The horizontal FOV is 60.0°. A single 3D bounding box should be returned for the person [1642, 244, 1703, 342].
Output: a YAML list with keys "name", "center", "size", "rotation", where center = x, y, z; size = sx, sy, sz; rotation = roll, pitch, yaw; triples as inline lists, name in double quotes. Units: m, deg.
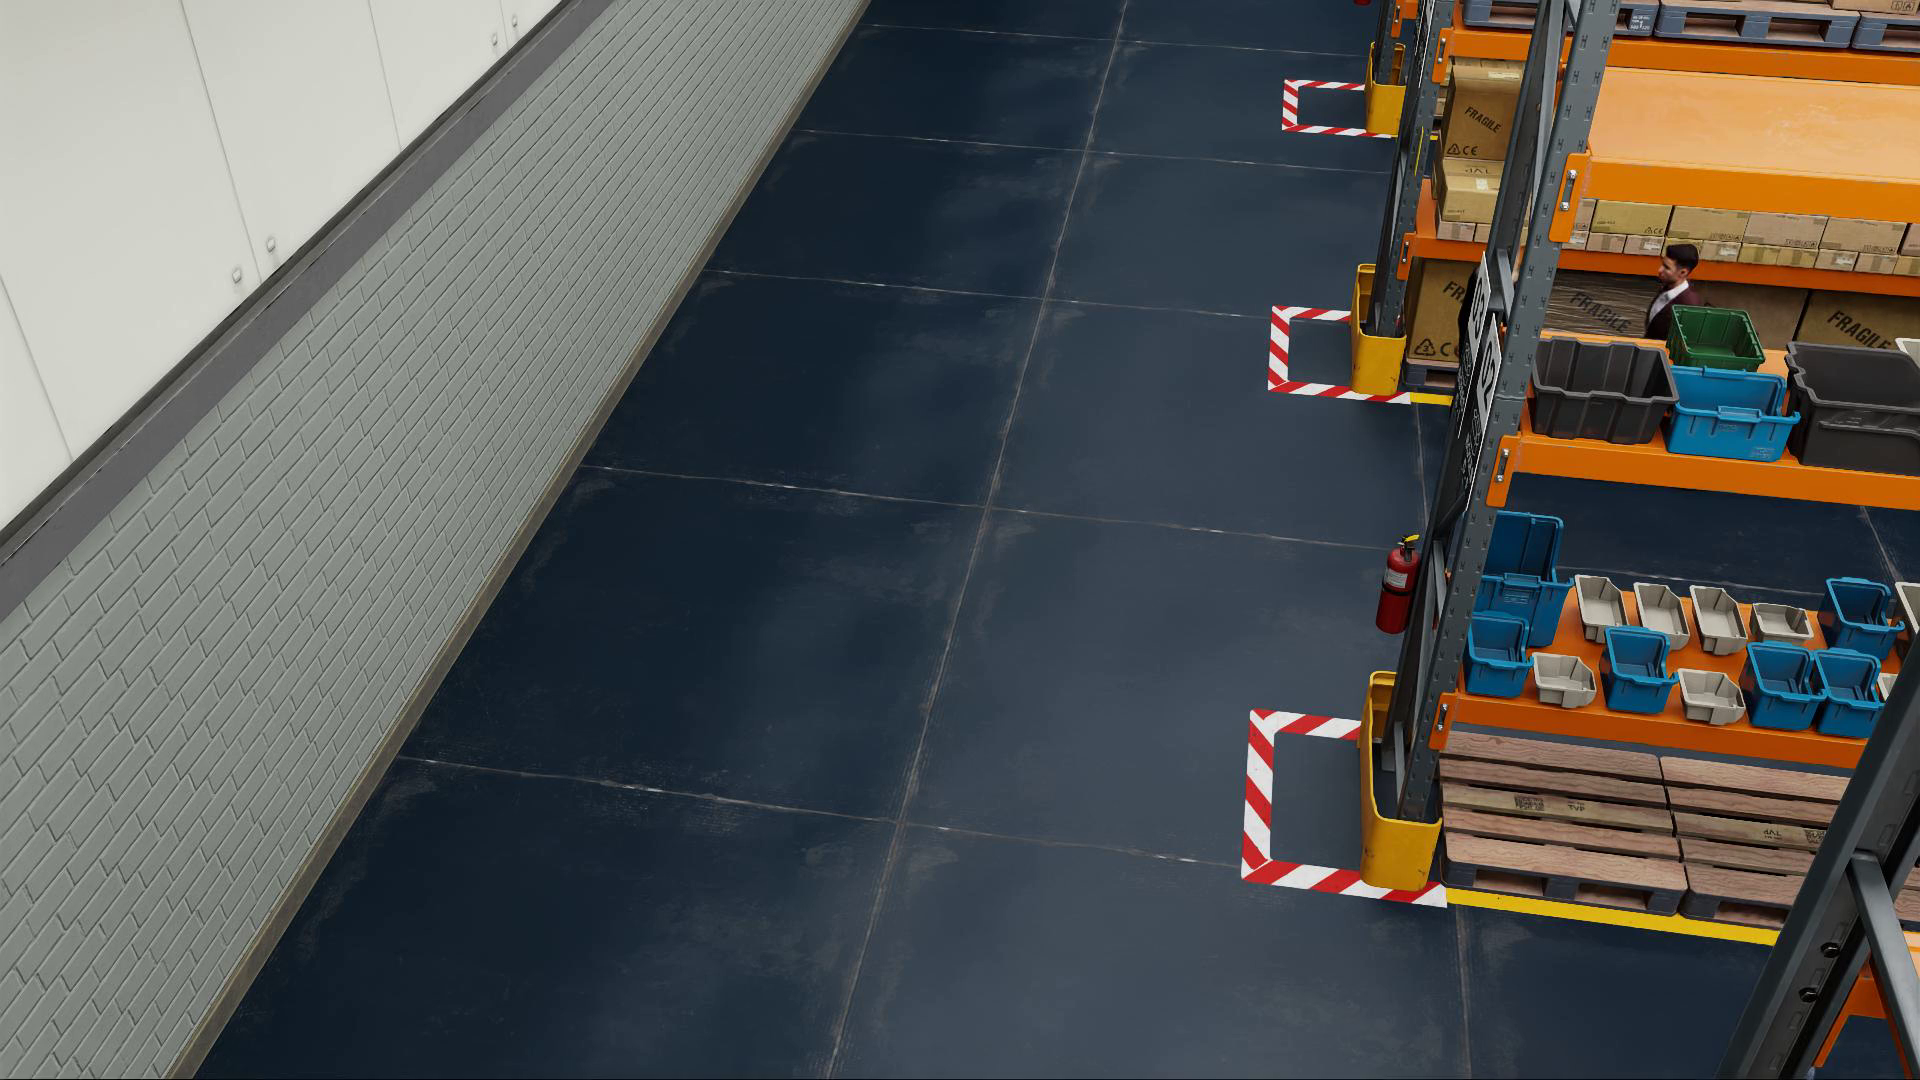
- name: "person"
  center: [4.801, -1.130, 11.212]
  size: [1.185, 1.832, 0.828]
  rotation: [0, 37, 0]

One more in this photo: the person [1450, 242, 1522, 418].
- name: "person"
  center: [3.679, -1.357, 11.631]
  size: [0.630, 1.685, 0.748]
  rotation: [25, 44, 29]
